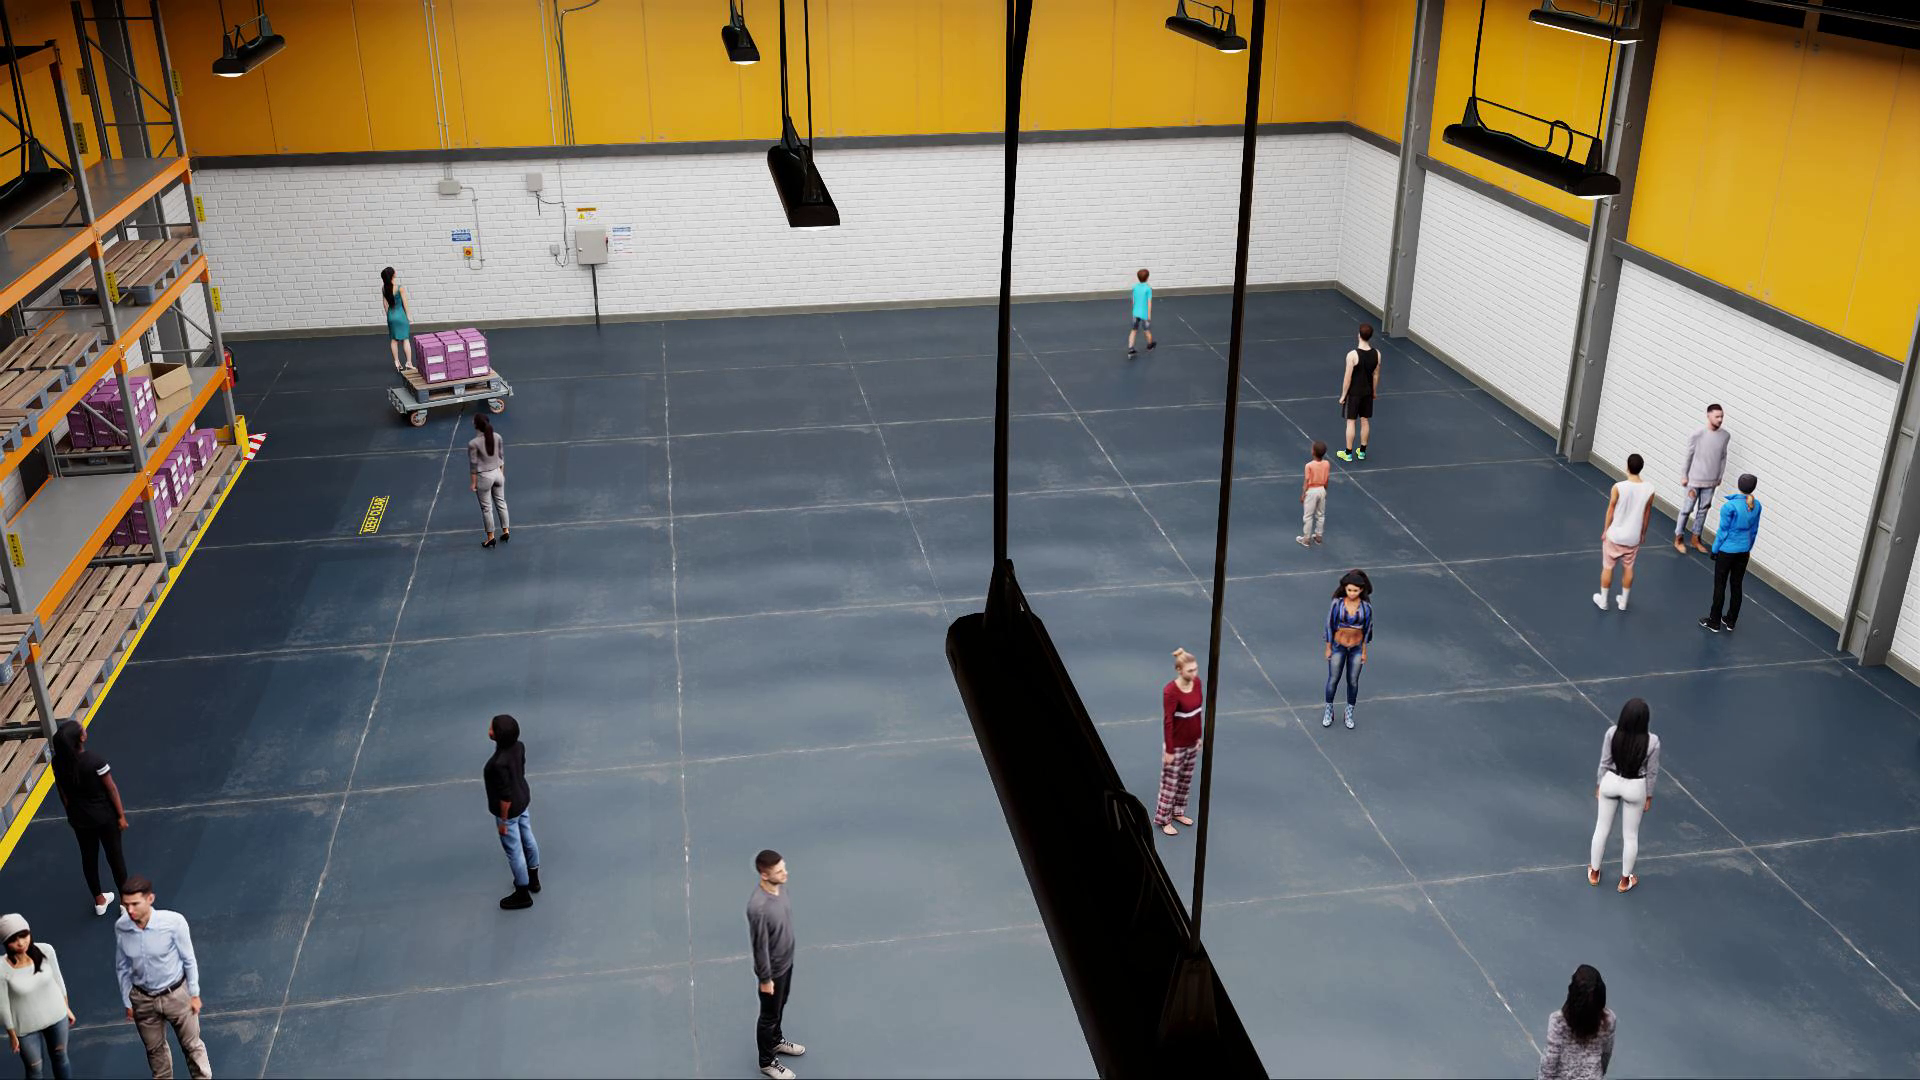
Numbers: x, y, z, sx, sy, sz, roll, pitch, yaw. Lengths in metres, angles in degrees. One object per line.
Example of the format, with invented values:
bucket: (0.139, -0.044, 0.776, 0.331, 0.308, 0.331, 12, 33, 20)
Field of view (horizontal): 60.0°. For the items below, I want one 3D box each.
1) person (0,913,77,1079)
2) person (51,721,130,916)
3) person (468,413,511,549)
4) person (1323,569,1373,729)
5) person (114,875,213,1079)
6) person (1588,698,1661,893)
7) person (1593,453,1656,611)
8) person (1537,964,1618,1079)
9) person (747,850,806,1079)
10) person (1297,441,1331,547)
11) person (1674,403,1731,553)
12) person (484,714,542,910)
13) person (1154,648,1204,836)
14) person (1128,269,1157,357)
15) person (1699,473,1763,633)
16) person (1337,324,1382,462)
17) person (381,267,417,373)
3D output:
person: (-6.084, 3.166, 10.976, 0.681, 1.644, 0.635, 18, 29, 35)
person: (-6.832, 2.182, 13.121, 0.657, 1.729, 0.645, 1, 24, 2)
person: (-5.613, -0.716, 19.814, 0.774, 1.678, 0.728, 19, 30, 37)
person: (3.692, 1.041, 15.873, 0.676, 1.617, 0.659, 4, 24, 9)
person: (-5.302, 3.022, 11.055, 0.656, 1.846, 0.596, -2, 24, -6)
person: (5.362, 2.041, 13.450, 0.671, 1.724, 0.719, 14, 27, 28)
person: (7.274, -0.078, 18.224, 0.662, 1.784, 0.623, 0, 24, 1)
person: (3.803, 3.450, 10.282, 0.804, 1.680, 1.212, 1, 24, 2)
person: (-1.286, 2.892, 11.458, 0.748, 1.760, 0.593, 5, 24, 11)
person: (4.261, -0.563, 19.923, 0.498, 1.311, 0.494, -6, 24, -14)
person: (8.784, -0.759, 19.712, 0.698, 1.839, 0.608, -1, 24, -3)
person: (-3.562, 2.141, 13.249, 0.694, 1.702, 0.571, 4, 24, 8)
person: (1.895, 1.713, 14.234, 0.680, 1.698, 0.673, -19, 30, -37)
person: (2.887, -3.647, 26.853, 0.921, 1.412, 0.971, 16, 28, 33)
person: (8.247, 0.128, 17.735, 0.618, 1.798, 0.509, -3, 24, -7)
person: (5.398, -1.994, 22.472, 0.705, 1.891, 0.589, -6, 24, -14)
person: (-8.833, -3.470, 26.104, 0.602, 1.686, 0.585, 3, 24, 8)
